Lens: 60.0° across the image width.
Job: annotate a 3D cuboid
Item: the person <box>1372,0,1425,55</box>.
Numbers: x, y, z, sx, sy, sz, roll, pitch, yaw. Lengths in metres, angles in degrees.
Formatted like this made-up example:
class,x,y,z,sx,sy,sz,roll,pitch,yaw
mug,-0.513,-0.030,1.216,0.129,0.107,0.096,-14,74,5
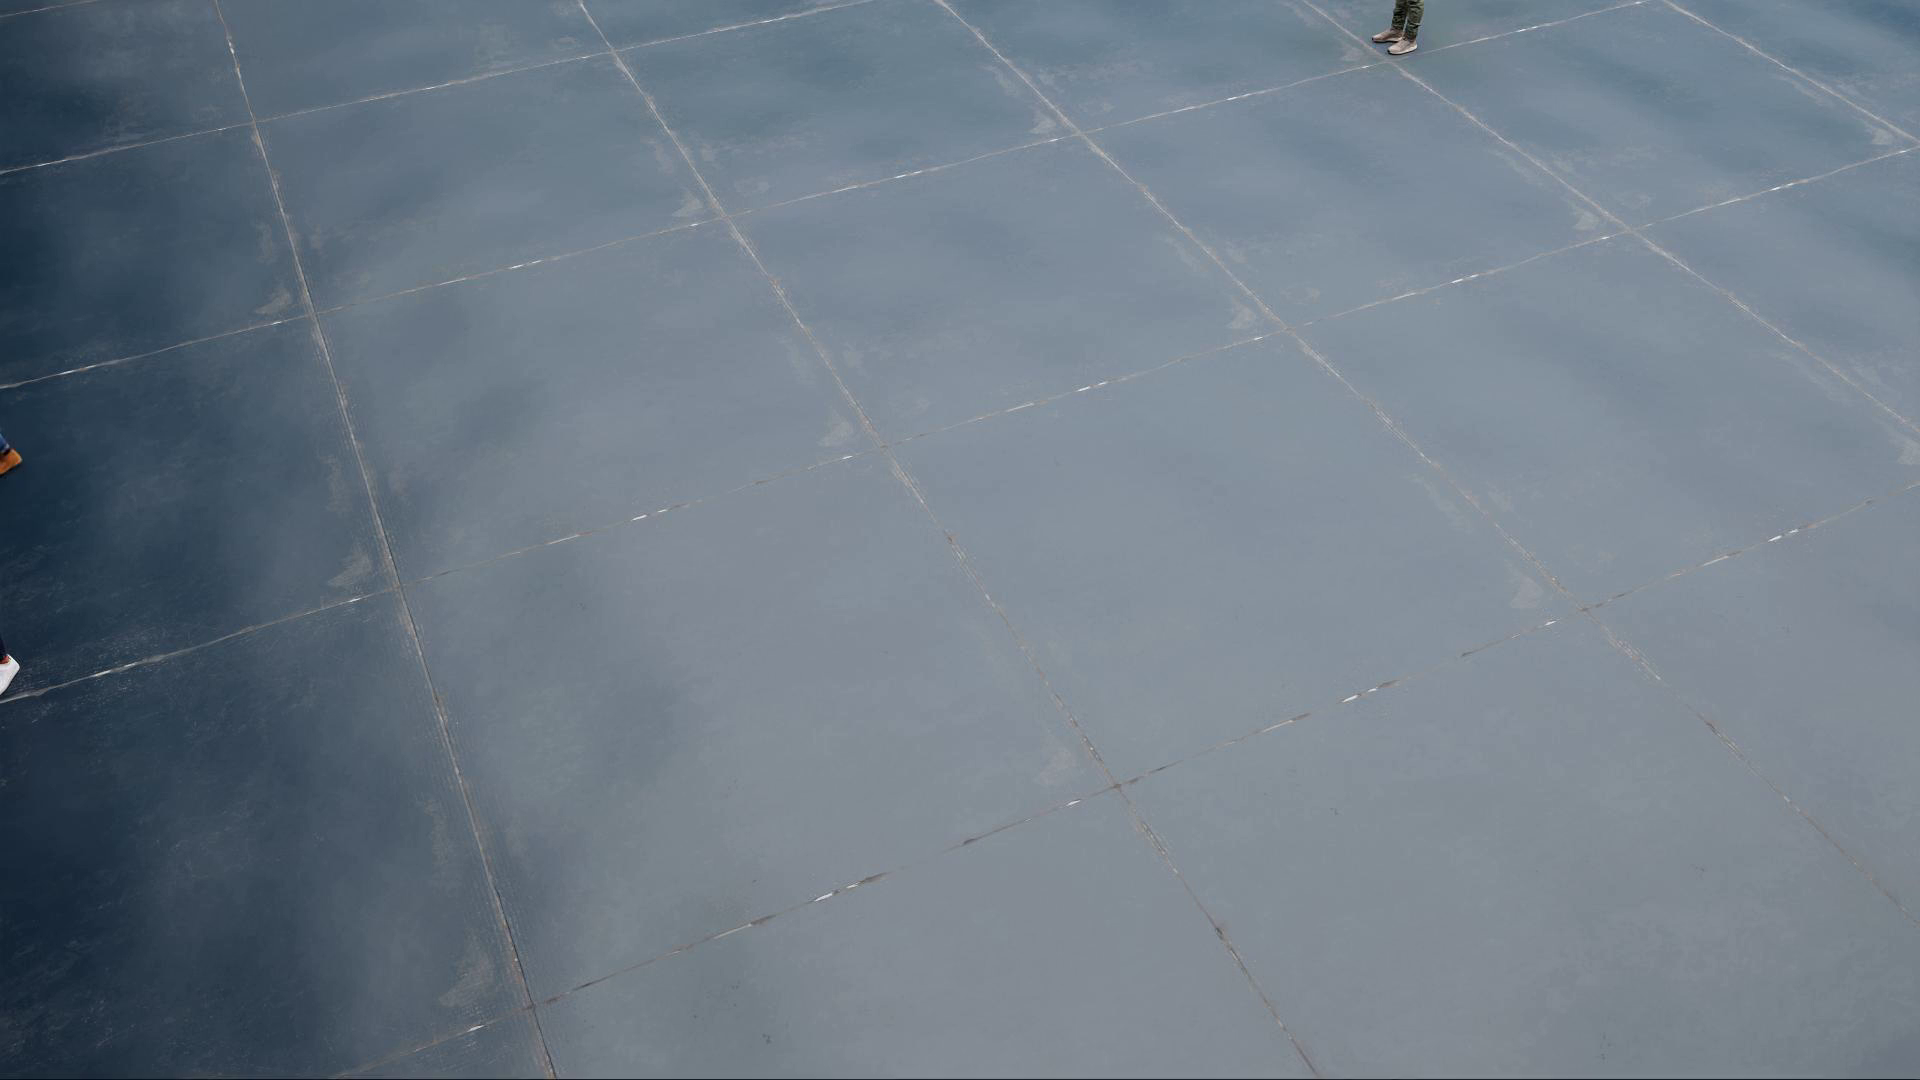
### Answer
class,x,y,z,sx,sy,sz,roll,pitch,yaw
person,3.822,-4.925,13.949,0.642,1.655,0.489,-13,44,-14
